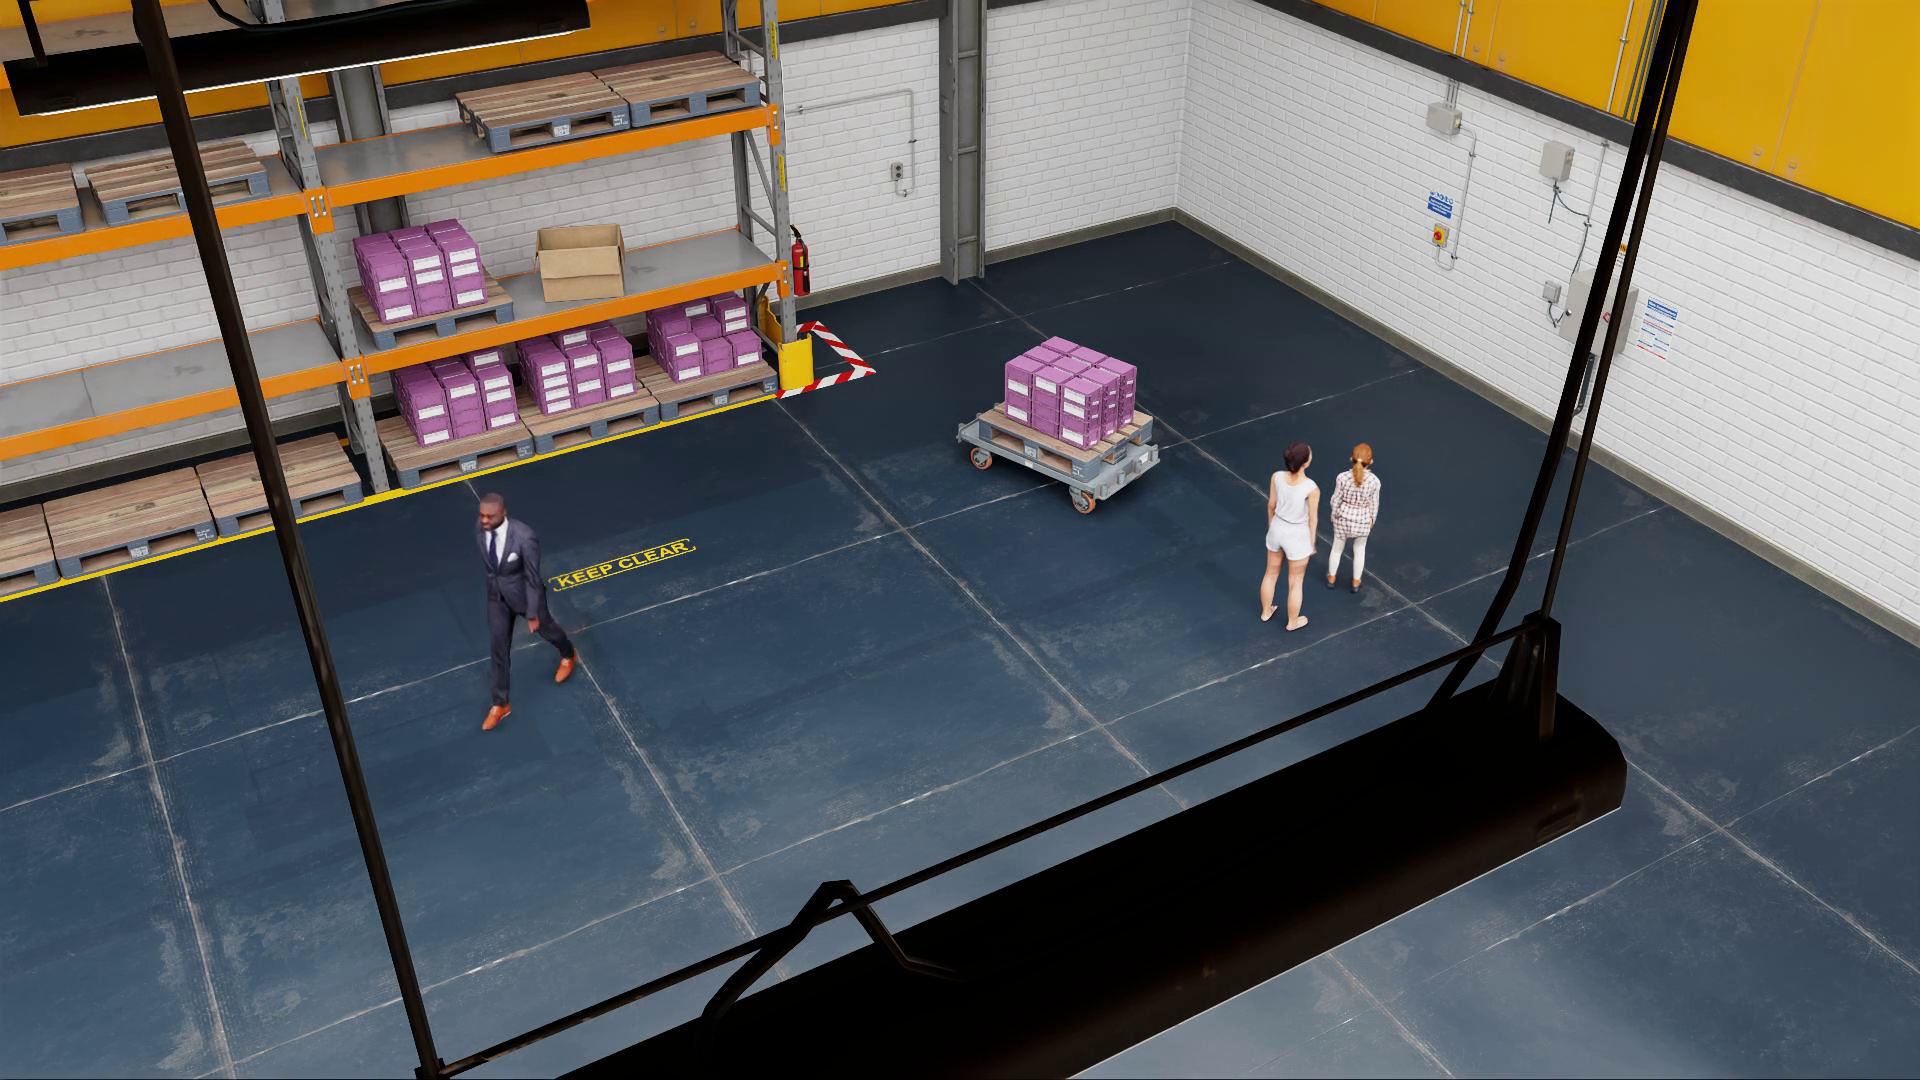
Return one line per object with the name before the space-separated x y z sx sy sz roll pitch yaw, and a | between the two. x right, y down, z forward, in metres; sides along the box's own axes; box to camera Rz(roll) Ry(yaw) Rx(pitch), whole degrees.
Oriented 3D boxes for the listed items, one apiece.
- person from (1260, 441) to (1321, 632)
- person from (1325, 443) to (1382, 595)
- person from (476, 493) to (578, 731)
person | 2.503 -0.033 12.640 0.644 1.601 0.654 25 41 33
person | 3.101 -0.175 13.117 0.597 1.309 0.651 10 35 14
person | -3.107 0.380 11.858 1.196 1.779 1.313 11 35 17
